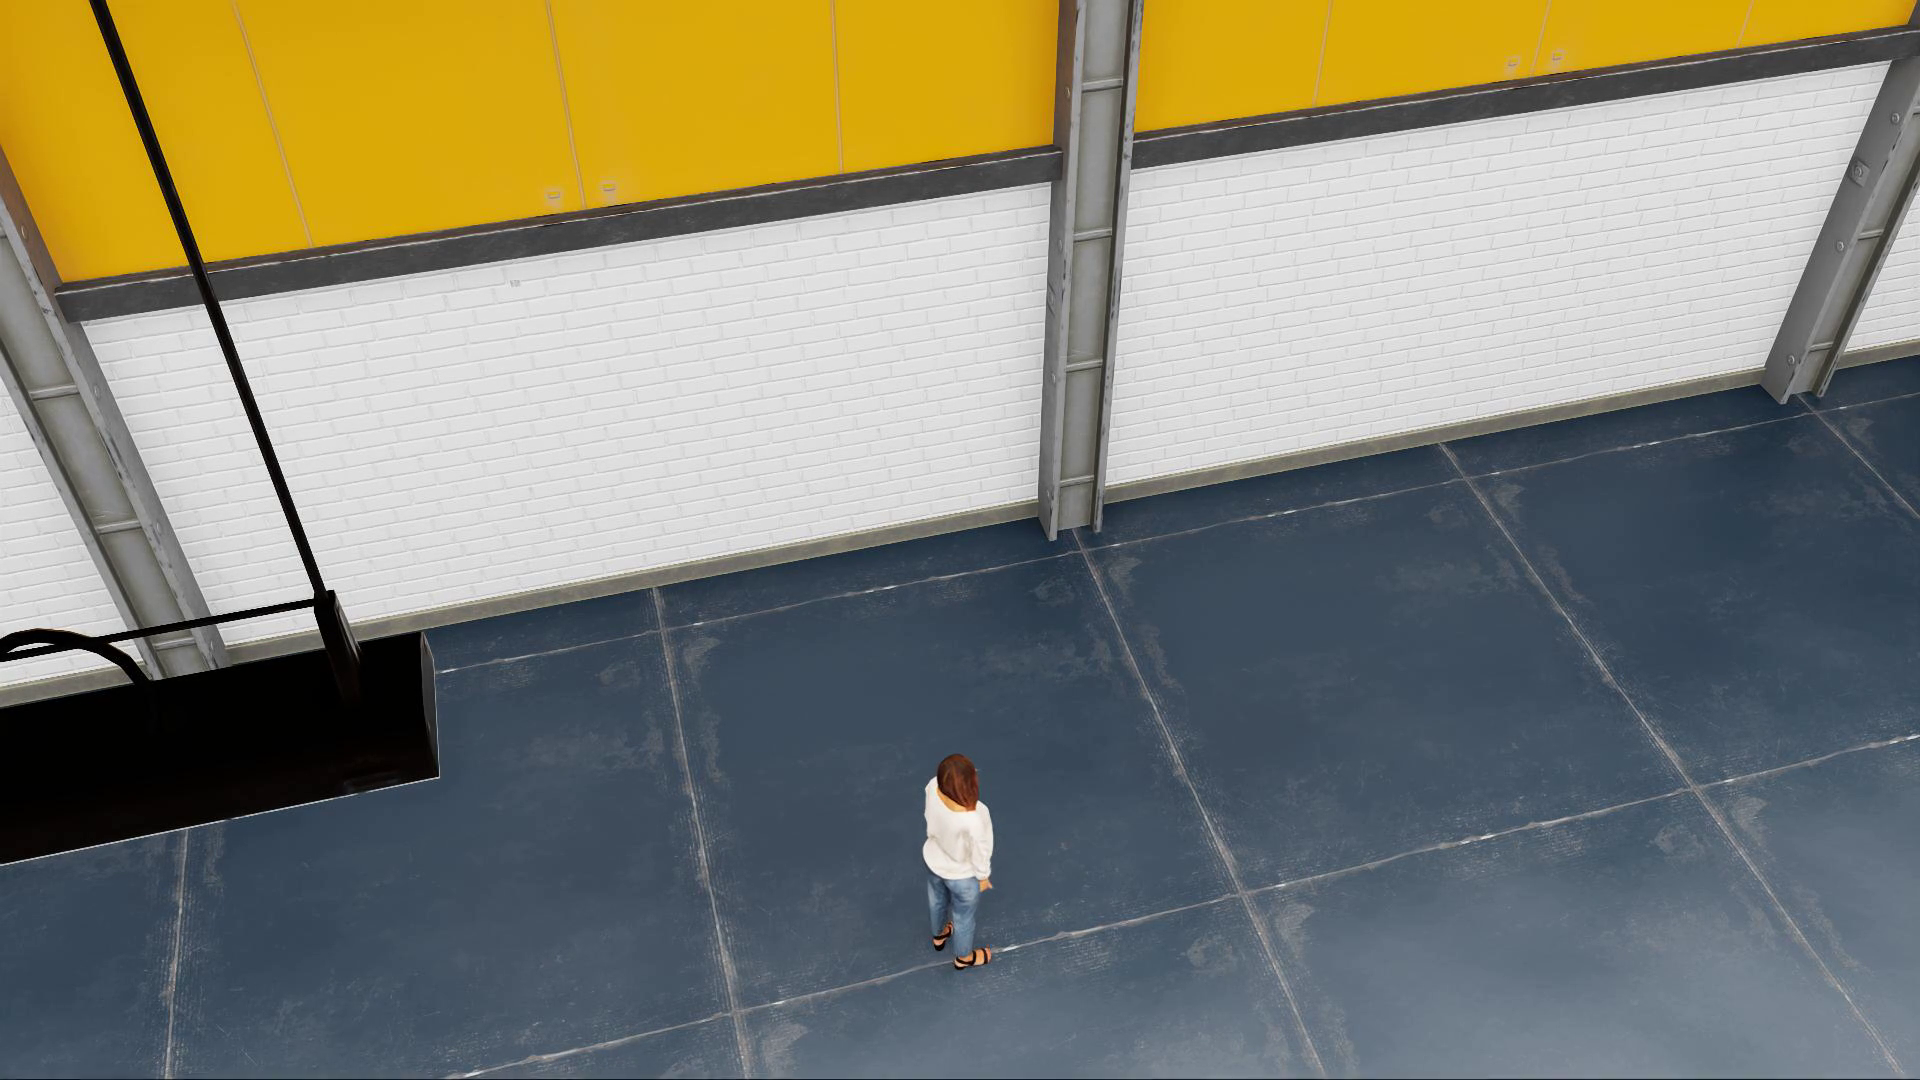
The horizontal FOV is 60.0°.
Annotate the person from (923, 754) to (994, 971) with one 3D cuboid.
[{"bbox_3d":[-0.031,1.719,8.895,0.670,1.683,0.686,-28,50,-26],"label":"person"}]
